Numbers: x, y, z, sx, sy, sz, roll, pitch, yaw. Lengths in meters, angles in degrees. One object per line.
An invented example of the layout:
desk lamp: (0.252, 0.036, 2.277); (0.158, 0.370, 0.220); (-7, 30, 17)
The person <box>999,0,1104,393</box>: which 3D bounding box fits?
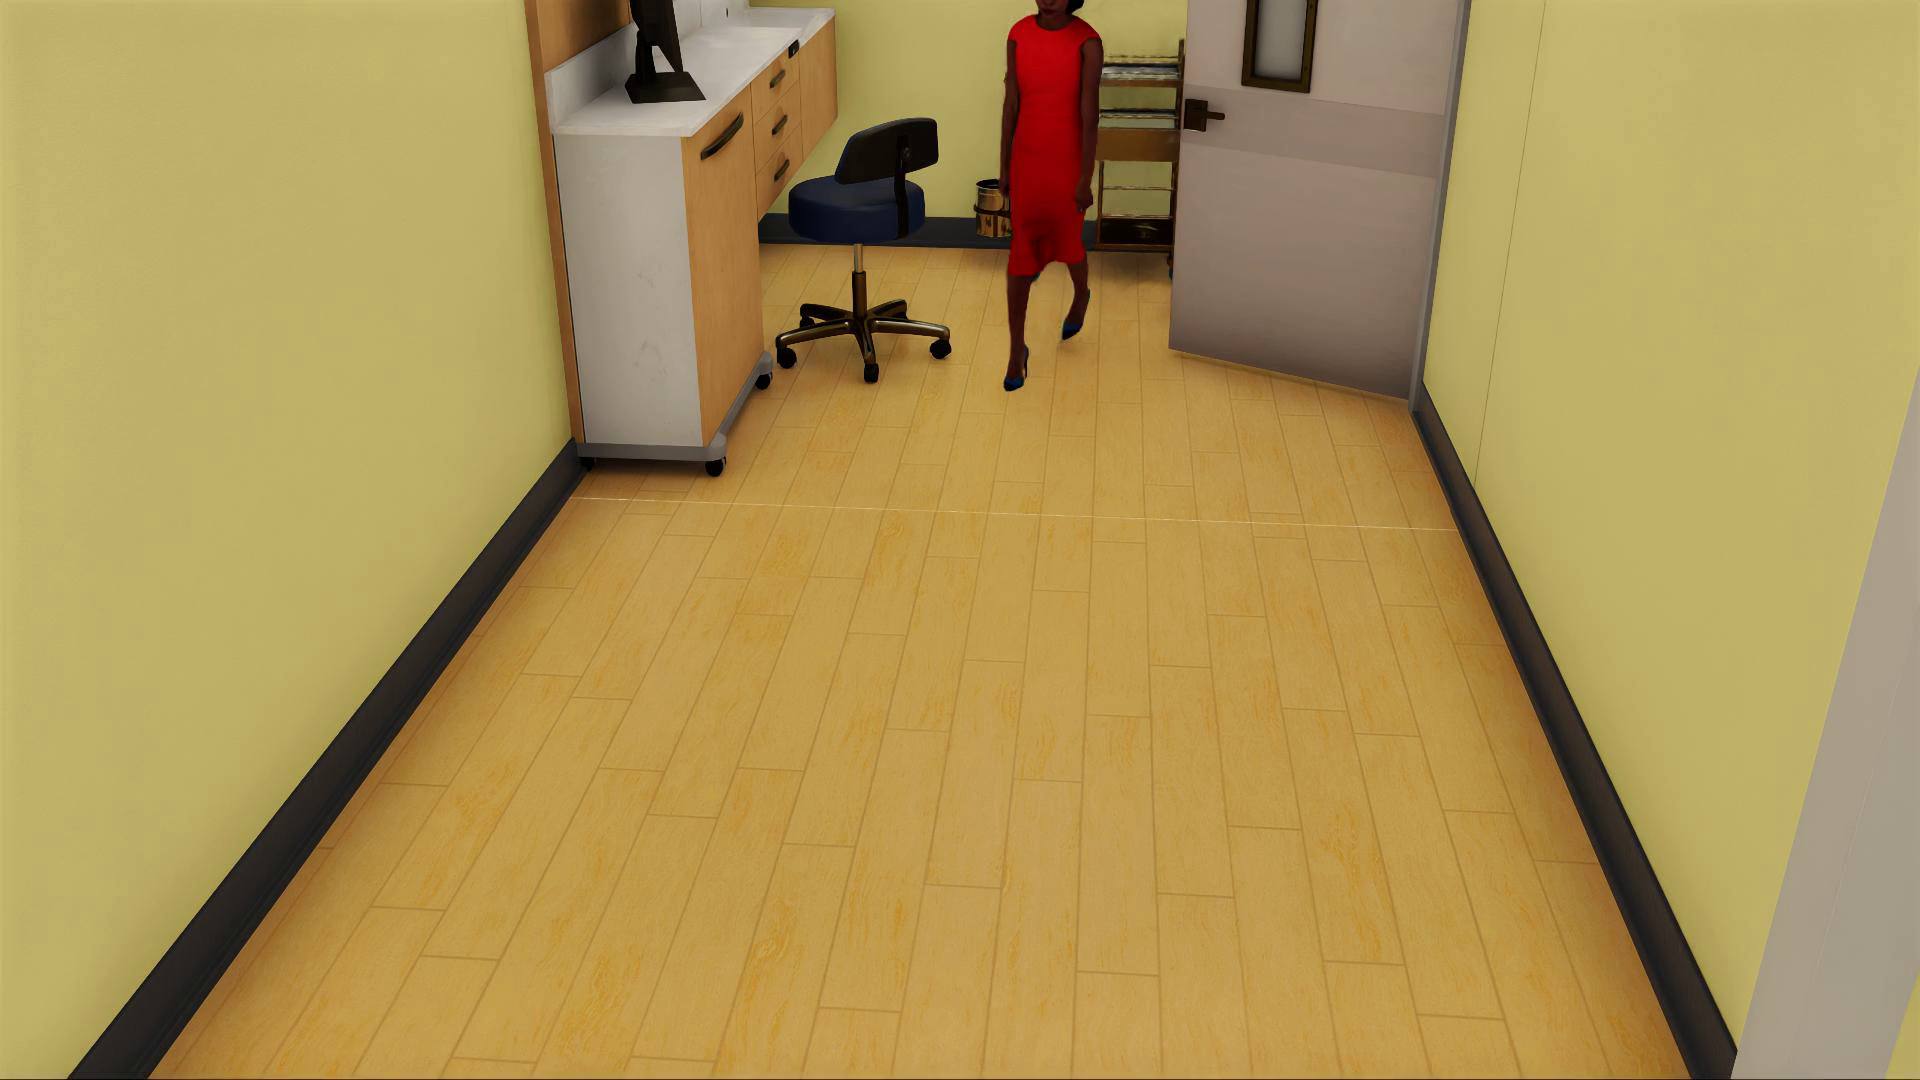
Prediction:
person: (0.419, -1.514, 6.813); (1.104, 1.702, 0.885); (11, 28, 21)
